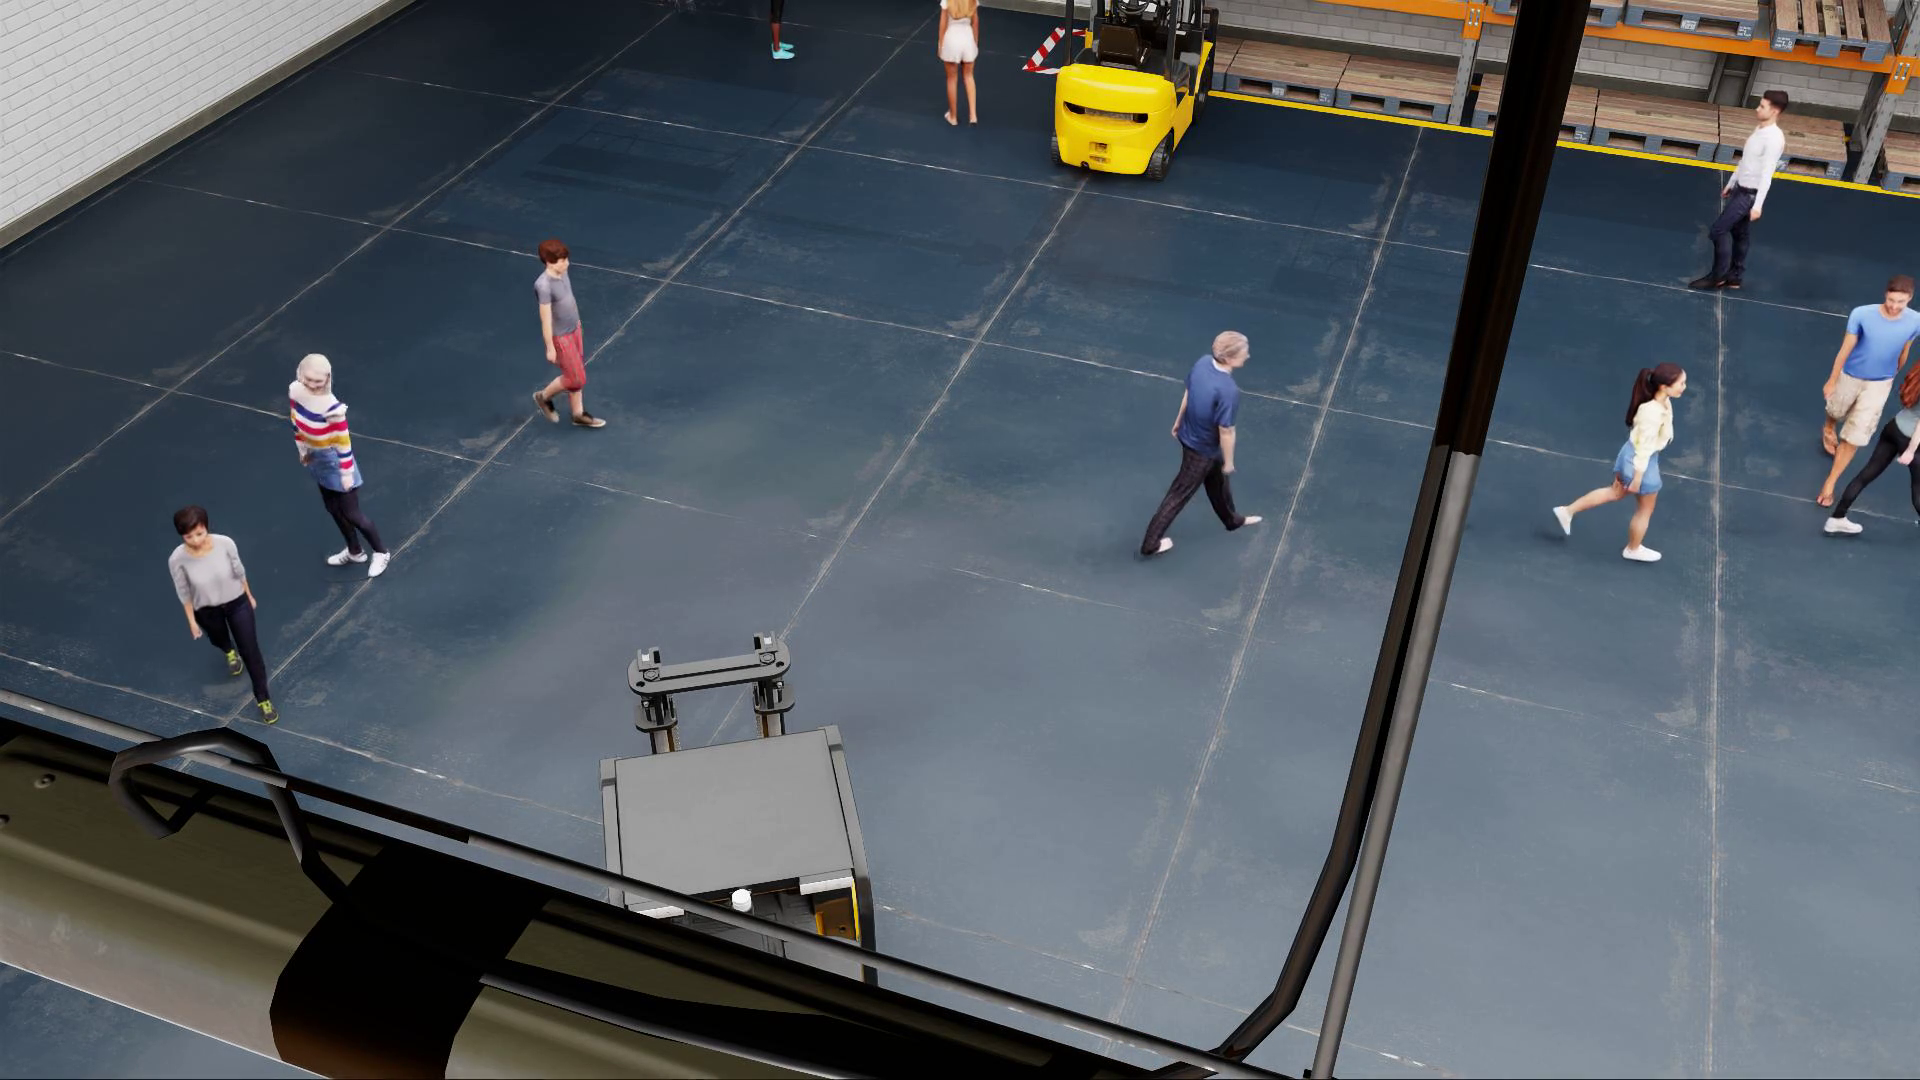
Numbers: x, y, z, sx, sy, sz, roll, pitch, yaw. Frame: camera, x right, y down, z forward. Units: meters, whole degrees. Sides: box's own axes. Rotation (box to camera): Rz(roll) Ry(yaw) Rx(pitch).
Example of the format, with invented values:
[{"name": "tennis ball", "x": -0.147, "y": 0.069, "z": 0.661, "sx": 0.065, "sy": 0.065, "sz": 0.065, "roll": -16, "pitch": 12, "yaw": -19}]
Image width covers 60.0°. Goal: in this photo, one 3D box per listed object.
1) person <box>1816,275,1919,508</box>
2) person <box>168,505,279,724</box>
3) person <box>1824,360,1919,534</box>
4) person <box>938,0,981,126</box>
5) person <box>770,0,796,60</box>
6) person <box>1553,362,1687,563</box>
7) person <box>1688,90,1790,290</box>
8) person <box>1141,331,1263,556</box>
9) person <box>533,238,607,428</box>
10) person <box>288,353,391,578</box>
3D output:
[{"name": "person", "x": 6.682, "y": -1.228, "z": 12.272, "sx": 1.264, "sy": 1.794, "sz": 0.795, "roll": 15, "pitch": 41, "yaw": 18}, {"name": "person", "x": -4.679, "y": 0.371, "z": 10.491, "sx": 0.993, "sy": 1.518, "sz": 1.088, "roll": -18, "pitch": 42, "yaw": -21}, {"name": "person", "x": 6.566, "y": -0.705, "z": 11.694, "sx": 1.161, "sy": 1.698, "sz": 0.767, "roll": 5, "pitch": 39, "yaw": 7}, {"name": "person", "x": 0.000, "y": -5.075, "z": 17.170, "sx": 0.778, "sy": 1.694, "sz": 0.828, "roll": -11, "pitch": 40, "yaw": -14}, {"name": "person", "x": -2.075, "y": -6.306, "z": 18.688, "sx": 0.657, "sy": 1.722, "sz": 0.638, "roll": -2, "pitch": 39, "yaw": -3}, {"name": "person", "x": 4.654, "y": -0.557, "z": 11.575, "sx": 1.037, "sy": 1.615, "sz": 0.707, "roll": 9, "pitch": 40, "yaw": 11}, {"name": "person", "x": 6.952, "y": -3.003, "z": 14.448, "sx": 0.725, "sy": 1.852, "sz": 0.689, "roll": 7, "pitch": 39, "yaw": 9}, {"name": "person", "x": 1.580, "y": -0.627, "z": 11.513, "sx": 1.282, "sy": 1.803, "sz": 1.129, "roll": -13, "pitch": 40, "yaw": -16}, {"name": "person", "x": -3.135, "y": -1.578, "z": 12.832, "sx": 0.800, "sy": 1.643, "sz": 0.638, "roll": 9, "pitch": 40, "yaw": 12}, {"name": "person", "x": -4.326, "y": -0.538, "z": 11.411, "sx": 0.805, "sy": 1.791, "sz": 0.604, "roll": -26, "pitch": 45, "yaw": -29}]
